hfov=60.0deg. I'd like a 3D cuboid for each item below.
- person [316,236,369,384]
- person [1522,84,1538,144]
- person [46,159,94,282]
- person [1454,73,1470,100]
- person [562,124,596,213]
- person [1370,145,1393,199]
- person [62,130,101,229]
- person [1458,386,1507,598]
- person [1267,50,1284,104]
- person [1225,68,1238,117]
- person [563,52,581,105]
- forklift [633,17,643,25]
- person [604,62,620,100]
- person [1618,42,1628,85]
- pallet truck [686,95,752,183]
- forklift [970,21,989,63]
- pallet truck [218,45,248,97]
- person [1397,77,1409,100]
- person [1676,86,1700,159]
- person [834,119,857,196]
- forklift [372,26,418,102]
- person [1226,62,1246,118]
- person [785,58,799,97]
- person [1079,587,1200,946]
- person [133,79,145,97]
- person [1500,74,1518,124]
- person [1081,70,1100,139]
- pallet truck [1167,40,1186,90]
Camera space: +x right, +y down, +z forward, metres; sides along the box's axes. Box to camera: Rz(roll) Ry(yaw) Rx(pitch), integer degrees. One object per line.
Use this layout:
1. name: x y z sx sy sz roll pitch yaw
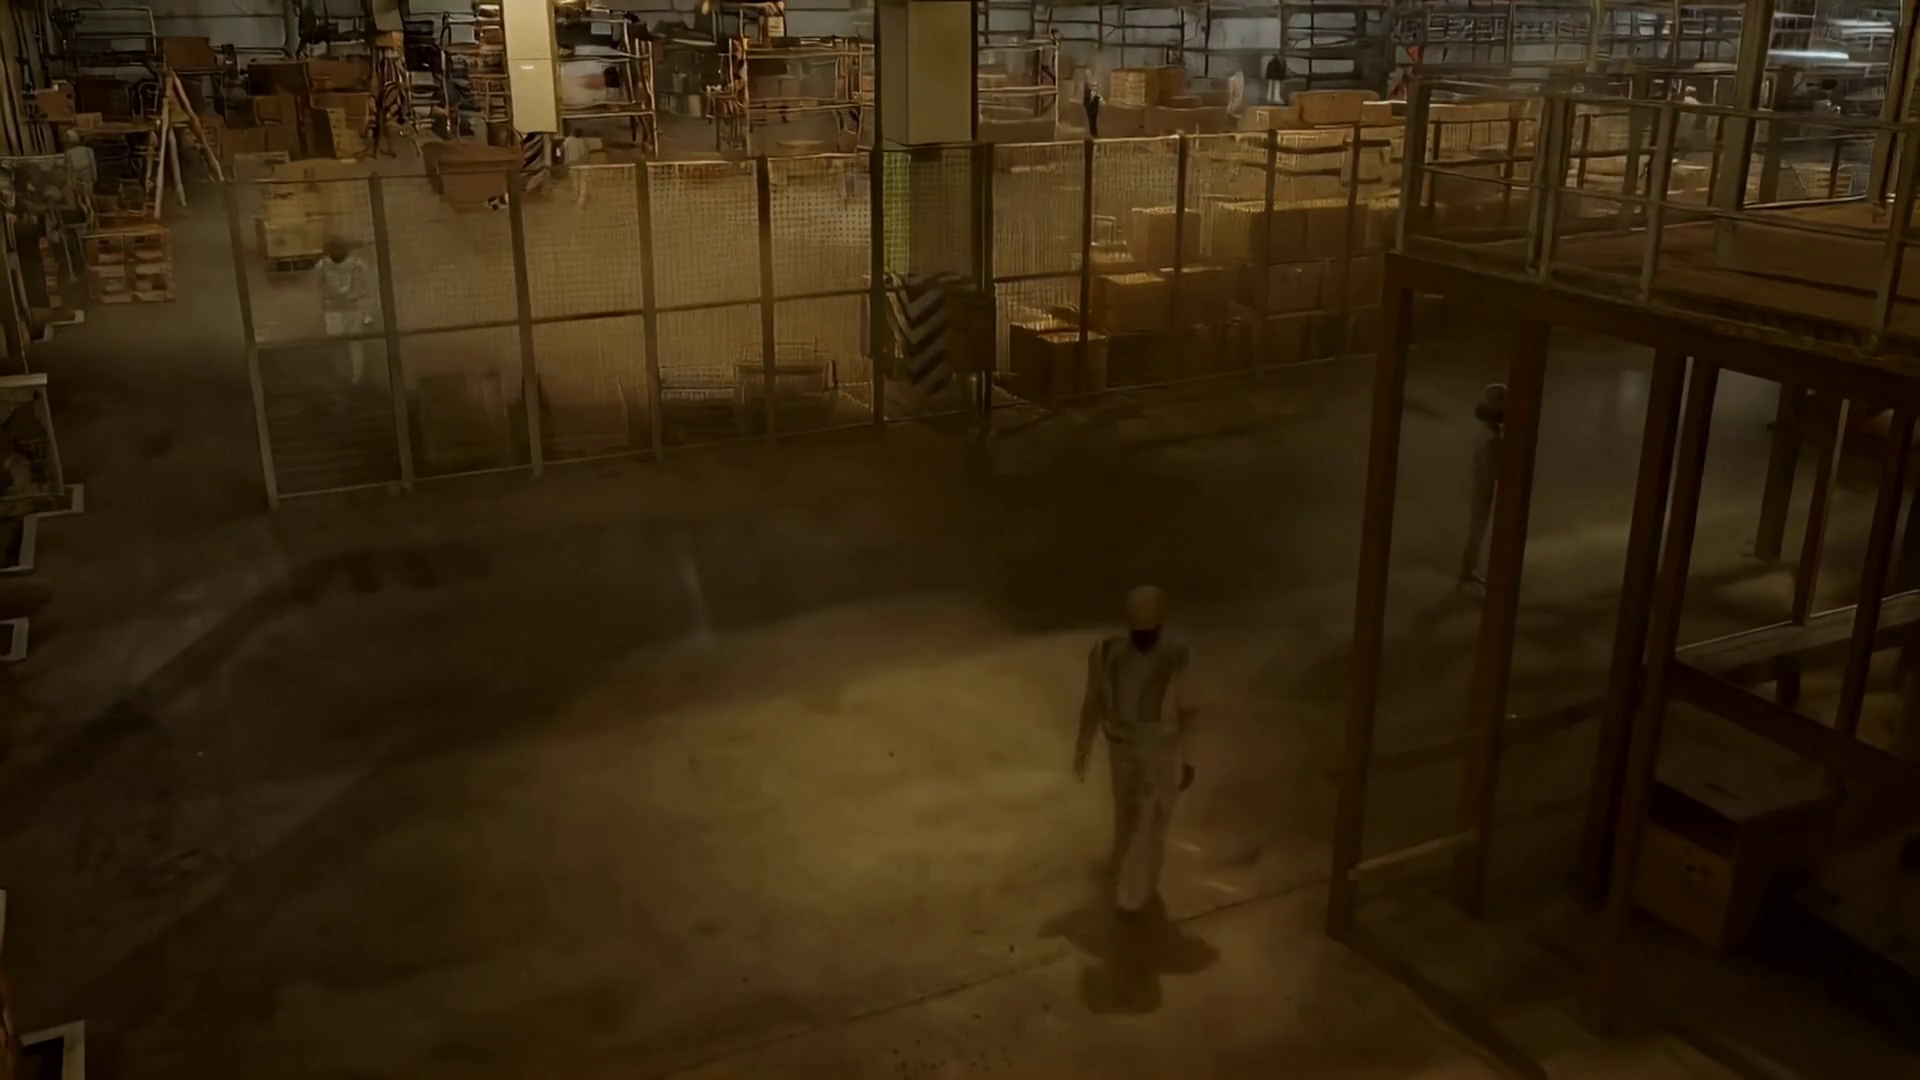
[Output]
1. person: -7.560 -2.820 20.445 0.628 1.829 0.453 -2 19 -6
2. person: 15.672 -11.591 45.804 0.310 1.864 0.532 18 26 41
3. person: -14.505 -5.202 27.112 0.695 1.978 0.393 -14 23 -35
4. person: 14.981 -12.953 49.663 0.570 1.925 0.549 -8 21 -22
5. person: -7.930 -7.803 34.907 0.651 1.807 0.866 3 19 9
6. person: 7.646 -6.290 30.453 0.601 1.850 0.564 13 23 34
7. person: -17.231 -7.060 32.592 0.385 1.917 0.584 15 24 36
8. person: 4.278 -0.402 13.552 0.294 1.744 0.486 5 20 15
9. person: 11.831 -17.353 62.332 0.634 1.983 0.404 4 19 12
10. person: 9.357 -15.348 57.056 0.366 1.625 0.520 -3 19 -10
11. person: -14.545 -17.266 62.212 0.645 1.905 0.985 -14 23 -35
12. forklift: -14.129 -21.547 73.131 1.873 2.768 1.129 -4 19 -11
13. person: -12.204 -15.891 58.261 1.013 1.872 0.611 15 24 37
14. person: 28.795 -20.592 71.930 0.429 1.843 0.633 -15 24 -36
15. pallet truck: -5.836 -9.608 39.856 0.823 1.965 1.885 10 22 27
16. forklift: 0.669 -19.480 67.139 1.129 2.768 1.873 -9 21 -25
17. pallet truck: -28.879 -18.665 66.111 0.823 1.965 1.885 -3 19 -9
18. person: 13.068 -12.572 48.640 0.615 1.875 0.965 3 19 9
19. person: 19.419 -11.105 44.313 0.550 1.921 0.622 -5 20 -15
20. person: -2.568 -8.610 37.431 0.534 1.693 0.321 5 20 14
21. forklift: -21.216 -17.758 62.148 1.129 2.768 1.873 1 19 4
22. person: 9.407 -15.227 56.353 0.606 1.868 0.579 2 19 5
23. person: -6.235 -17.168 61.859 0.353 1.937 0.635 18 26 42
24. person: 0.934 1.152 8.805 0.606 1.894 0.995 5 20 15
25. person: -25.288 -13.410 51.435 0.524 1.632 0.313 7 20 19
26. person: 17.530 -14.015 53.107 0.547 1.678 0.626 -5 20 -15
27. person: 3.874 -12.930 49.420 0.535 2.000 0.688 -3 19 -8
28. pallet truck: 9.045 -19.971 69.895 0.823 1.965 1.885 -3 19 -8
